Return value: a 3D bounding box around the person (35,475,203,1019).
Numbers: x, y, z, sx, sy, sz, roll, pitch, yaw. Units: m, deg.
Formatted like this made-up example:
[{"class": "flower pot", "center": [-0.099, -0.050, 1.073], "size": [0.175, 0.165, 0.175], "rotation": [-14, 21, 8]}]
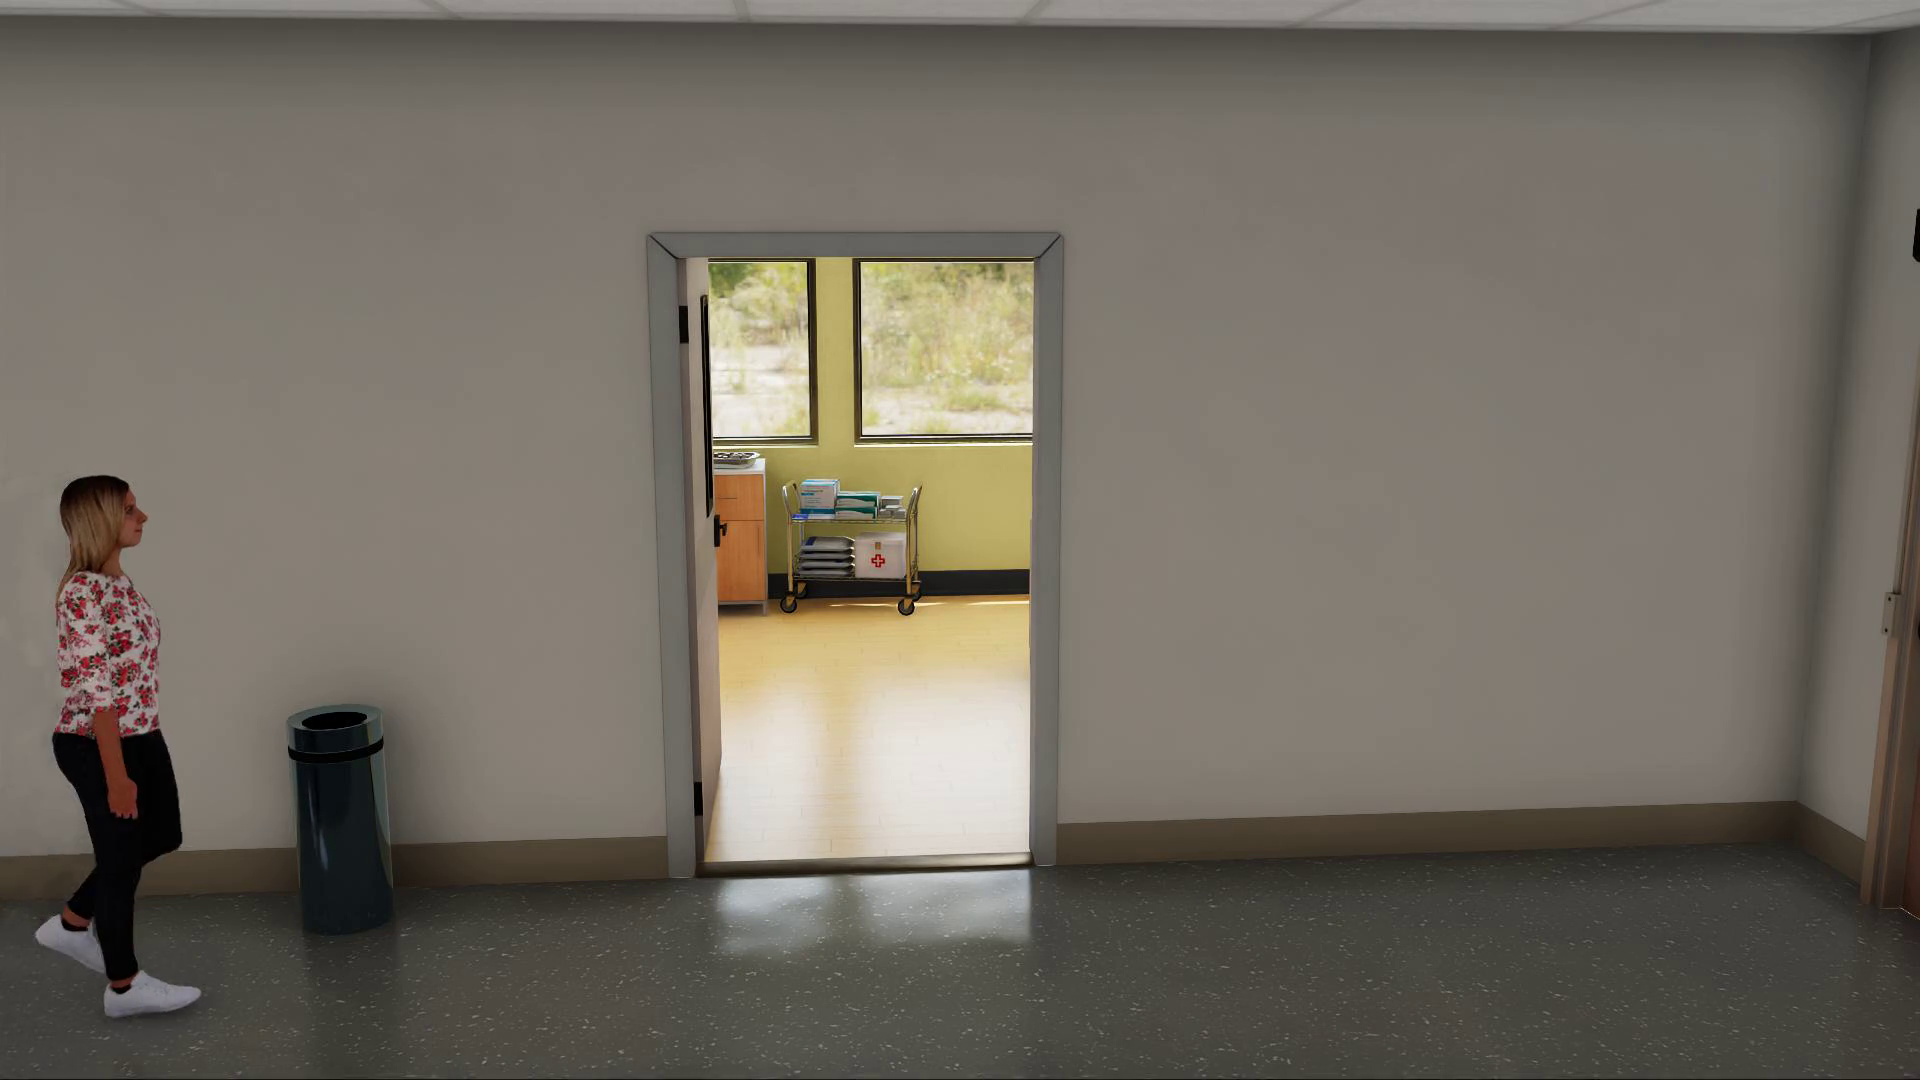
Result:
[{"class": "person", "center": [-2.566, 0.624, 4.867], "size": [0.721, 1.620, 0.601], "rotation": [-2, 11, -10]}]
